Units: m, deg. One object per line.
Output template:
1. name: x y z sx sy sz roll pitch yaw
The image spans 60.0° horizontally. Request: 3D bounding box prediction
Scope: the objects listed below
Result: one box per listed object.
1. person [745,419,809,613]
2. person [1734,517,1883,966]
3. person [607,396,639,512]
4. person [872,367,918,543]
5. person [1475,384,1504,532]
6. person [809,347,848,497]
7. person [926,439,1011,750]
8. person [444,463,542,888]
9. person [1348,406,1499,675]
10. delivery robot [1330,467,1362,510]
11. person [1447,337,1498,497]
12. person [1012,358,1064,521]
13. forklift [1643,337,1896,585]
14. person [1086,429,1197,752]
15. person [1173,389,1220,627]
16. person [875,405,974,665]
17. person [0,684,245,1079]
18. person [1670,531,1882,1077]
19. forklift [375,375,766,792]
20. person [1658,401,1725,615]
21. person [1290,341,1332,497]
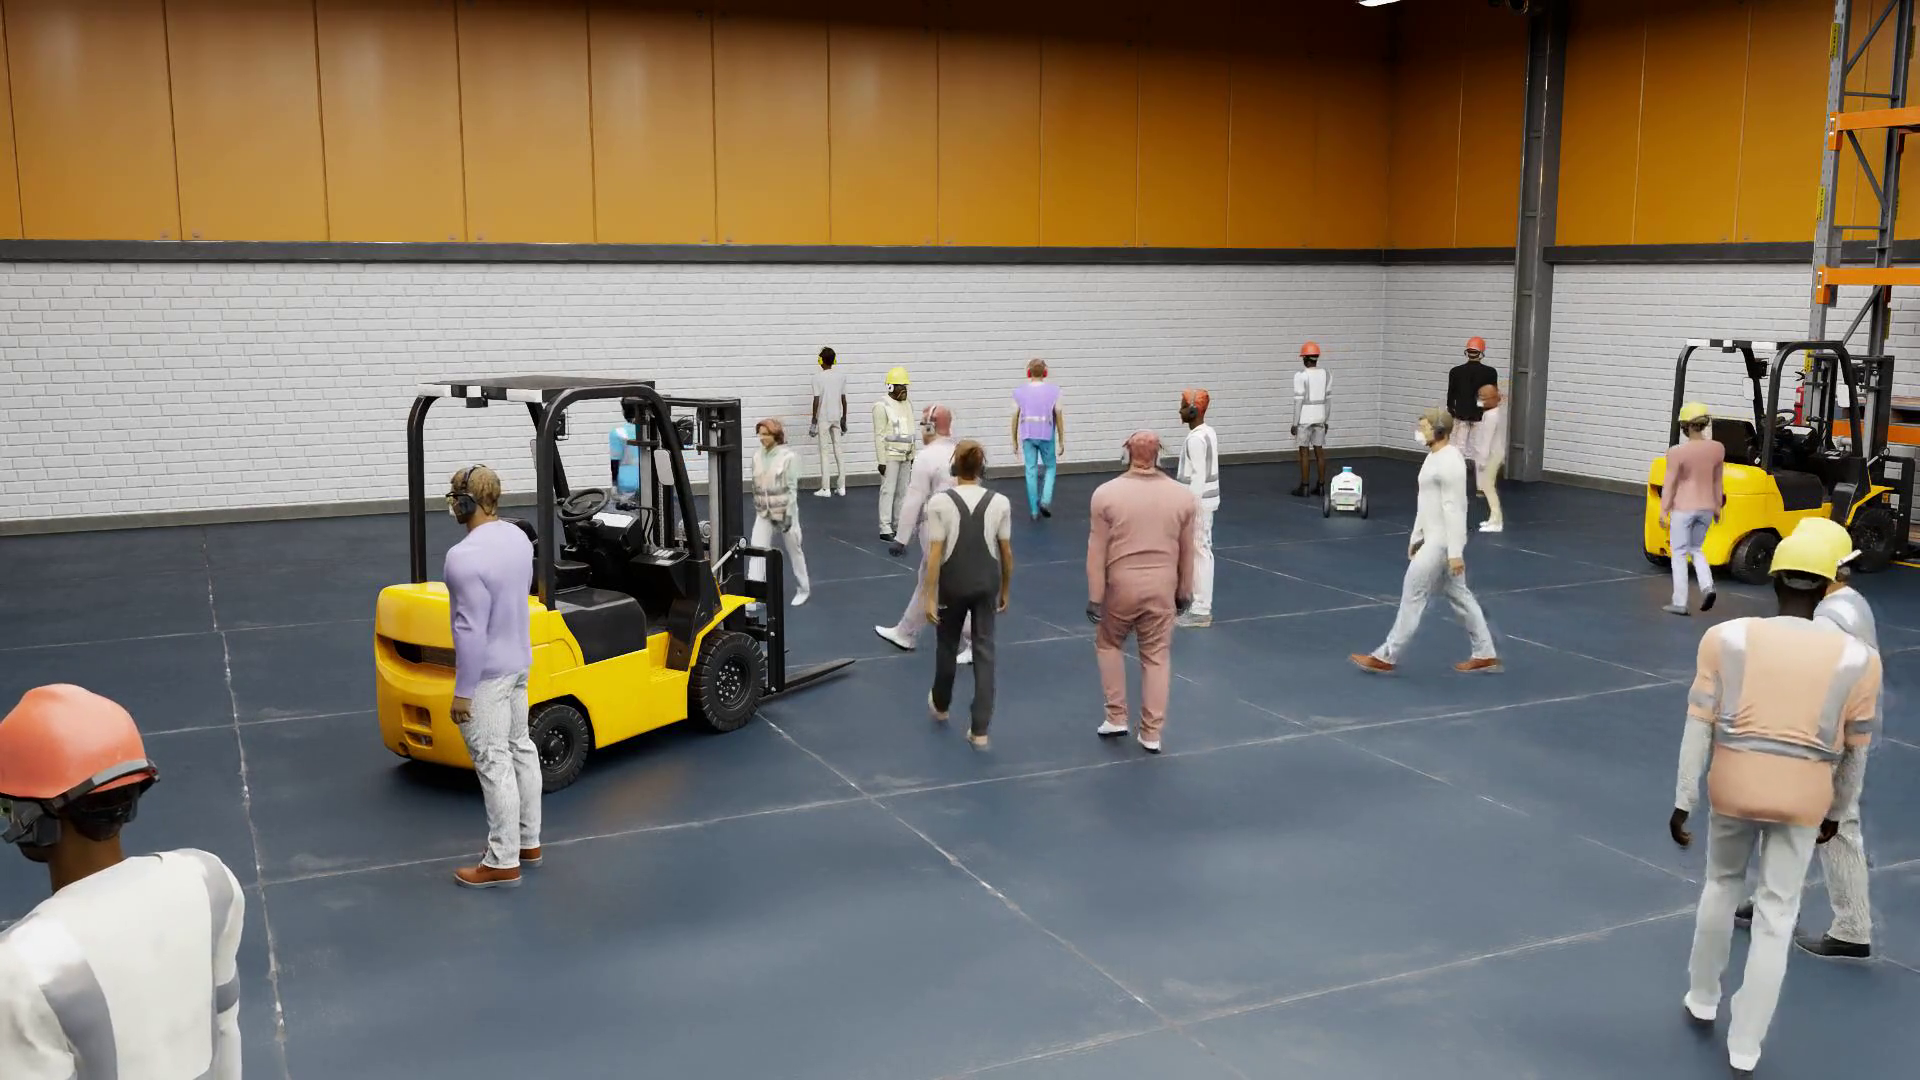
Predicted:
1. person: -1.525 -0.204 13.718 0.523 1.594 0.854 5 11 30
2. person: 3.439 0.806 6.809 0.718 1.803 0.623 5 10 29
3. person: -3.071 -0.529 15.491 0.547 1.673 0.633 -8 12 -40
4. person: -0.656 -0.878 17.214 0.403 1.824 0.592 6 11 33
5. person: 5.688 -0.879 17.863 0.378 1.602 0.556 3 10 20
6. person: -1.642 -1.471 20.741 0.526 1.869 0.315 -6 11 -34
7. person: 0.034 0.293 10.003 0.523 1.800 0.924 -1 9 -9
8. person: -2.136 0.615 7.584 0.356 1.938 0.633 2 9 10
9. person: 3.281 0.017 11.480 1.041 1.882 0.652 2 9 10
10. delivery robot: 4.437 -0.595 19.084 0.477 0.478 0.707 2 10 14
11. person: 6.373 -1.528 20.703 0.613 1.995 0.391 5 10 28
12. person: 0.875 -1.124 18.697 0.612 1.826 0.463 1 9 9
13. forklift: 7.551 -0.789 15.507 2.313 2.155 1.214 -4 10 -25
14. person: 1.041 0.284 9.794 0.669 1.885 0.592 -2 9 -10
15. person: 1.868 -0.253 13.145 0.356 1.881 0.575 3 10 17
16. person: -0.196 -0.042 11.970 1.037 1.841 0.639 5 10 26
17. person: -1.613 1.276 3.162 0.396 2.042 0.610 2 9 15
18. person: 2.883 0.908 5.918 0.614 1.883 0.726 5 10 27
19. forklift: -2.268 0.149 9.685 1.214 2.155 2.313 6 11 32
20. person: 5.931 -0.248 13.489 0.537 1.749 0.404 -2 9 -12
21. person: 4.353 -1.503 20.735 0.551 1.932 0.378 -4 10 -24
